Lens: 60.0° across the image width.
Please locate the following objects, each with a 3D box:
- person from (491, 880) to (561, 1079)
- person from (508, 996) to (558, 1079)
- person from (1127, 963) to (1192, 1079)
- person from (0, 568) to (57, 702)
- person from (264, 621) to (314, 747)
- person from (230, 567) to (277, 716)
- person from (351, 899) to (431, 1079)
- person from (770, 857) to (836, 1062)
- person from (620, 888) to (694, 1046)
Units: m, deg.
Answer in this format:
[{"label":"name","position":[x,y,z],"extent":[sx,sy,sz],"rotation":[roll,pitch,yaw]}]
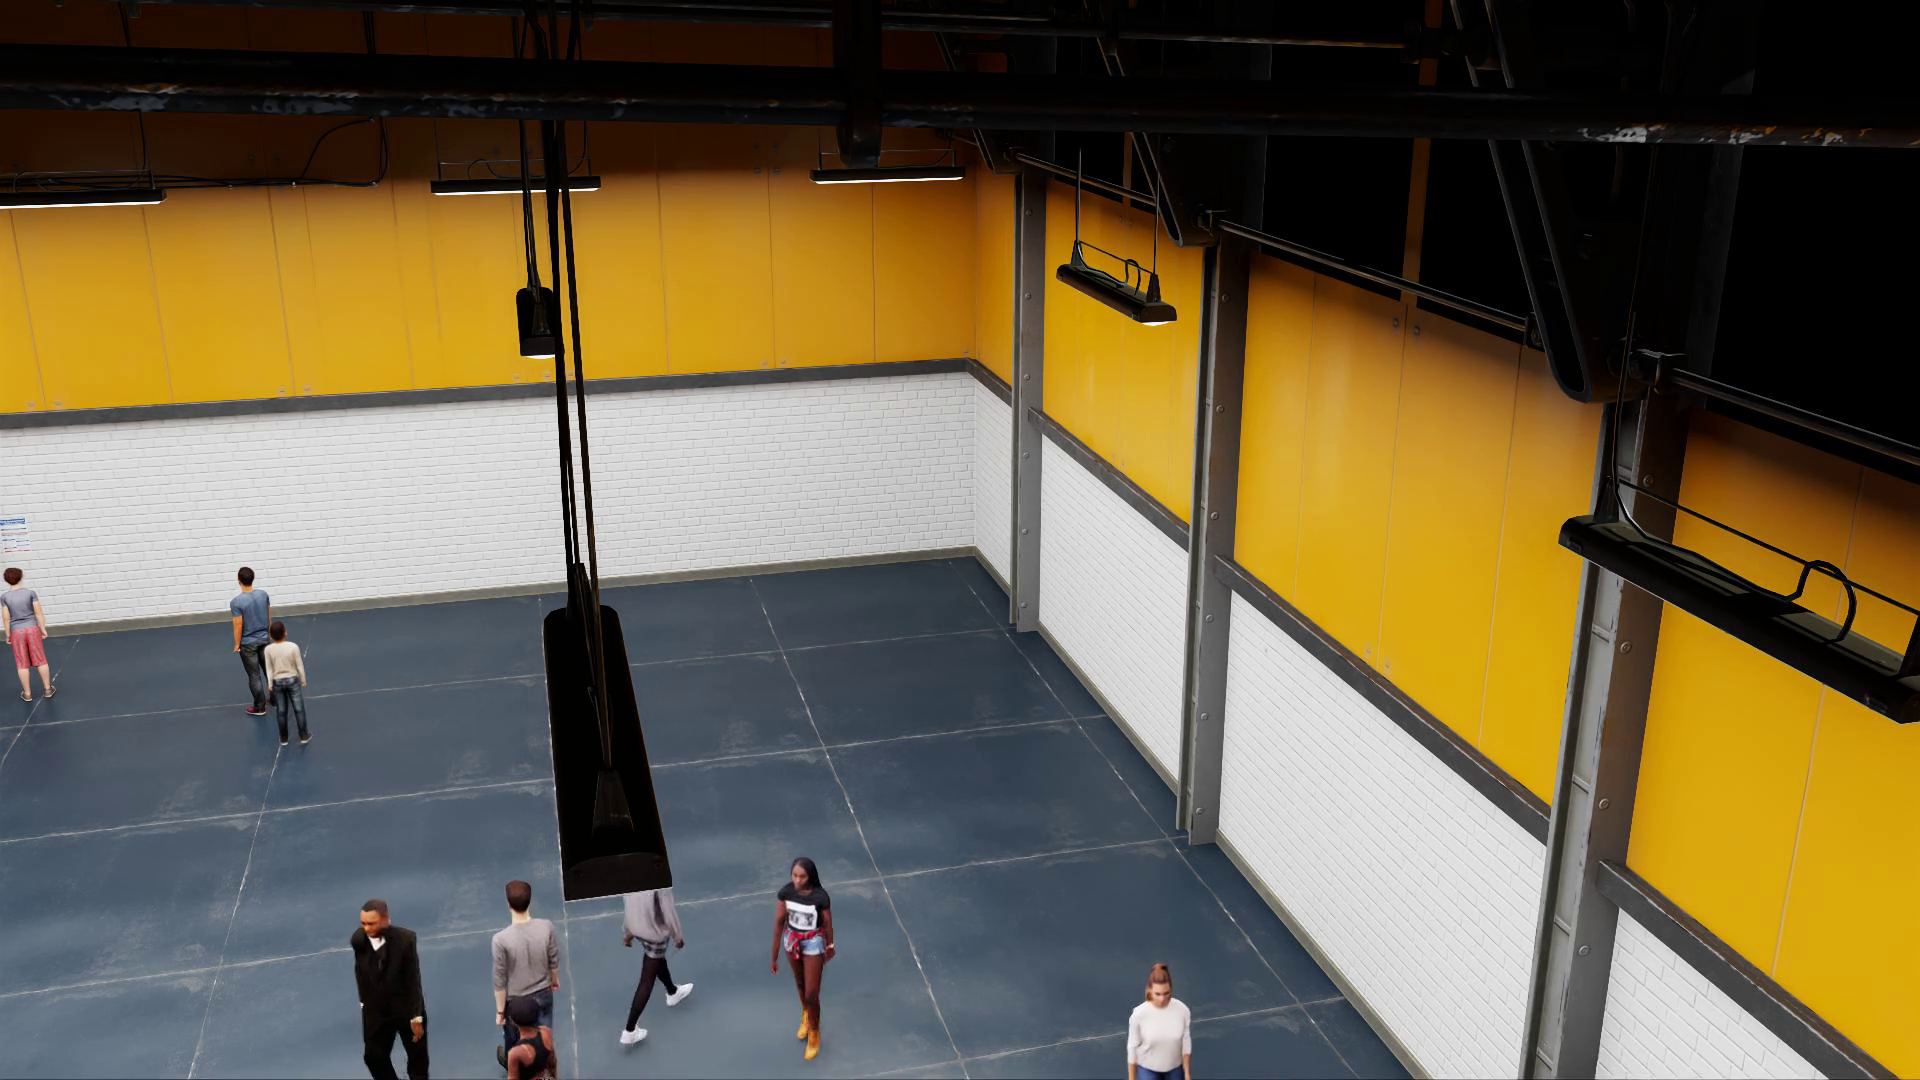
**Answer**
[{"label":"person","position":[-3.231,3.523,12.577],"extent":[0.954,1.866,1.240],"rotation":[-11,22,-31]},{"label":"person","position":[-2.888,3.952,11.585],"extent":[0.890,1.687,0.830],"rotation":[7,20,20]},{"label":"person","position":[1.422,3.800,12.001],"extent":[0.690,1.709,0.676],"rotation":[-1,19,-3]},{"label":"person","position":[-11.266,1.126,20.035],"extent":[0.647,1.649,0.602],"rotation":[-11,21,-29]},{"label":"person","position":[-7.645,1.621,18.855],"extent":[0.555,1.463,0.490],"rotation":[-5,19,-16]},{"label":"person","position":[-8.322,1.178,19.630],"extent":[0.772,1.810,0.722],"rotation":[11,22,30]},{"label":"person","position":[-4.266,3.489,12.650],"extent":[0.847,1.884,0.917],"rotation":[-2,19,-5]},{"label":"person","position":[-1.221,3.289,13.529],"extent":[0.817,1.703,0.905],"rotation":[7,20,20]},{"label":"person","position":[-2.581,3.272,13.541],"extent":[1.166,1.727,1.198],"rotation":[11,22,30]}]
